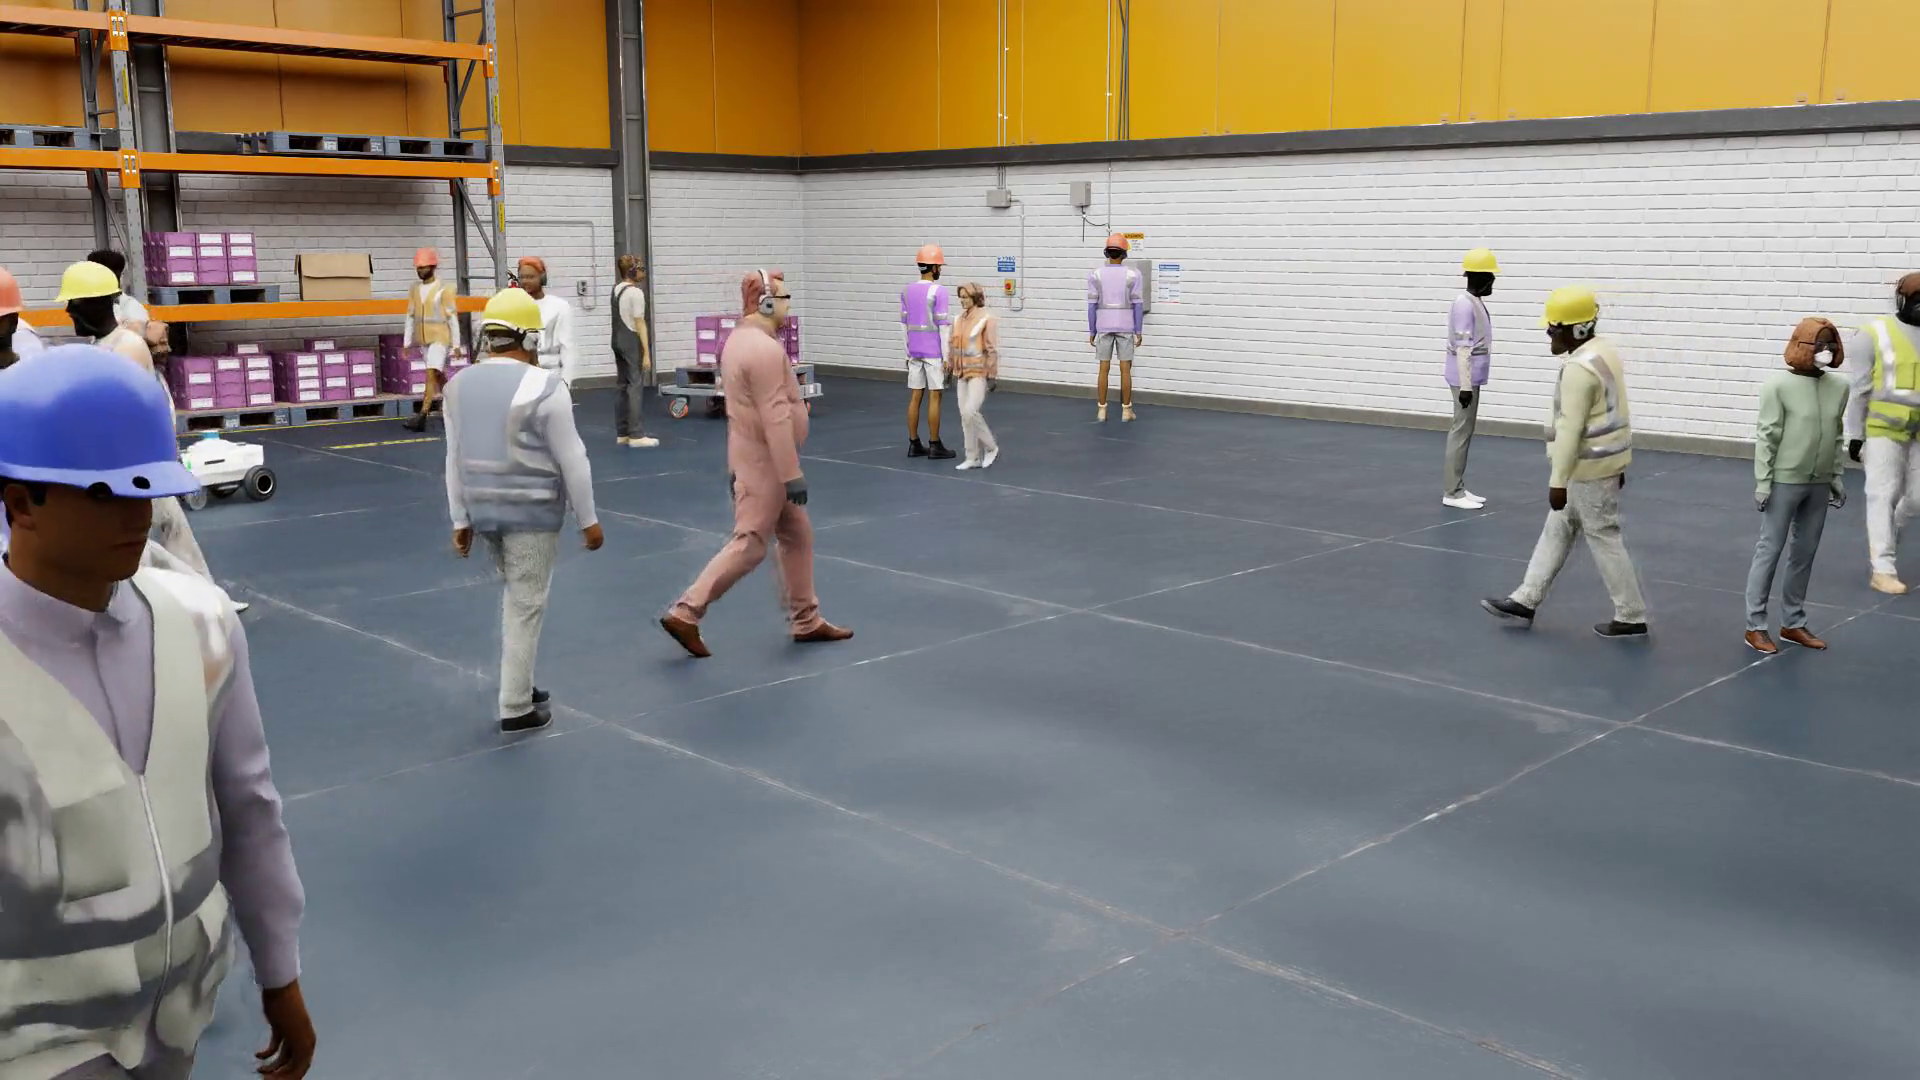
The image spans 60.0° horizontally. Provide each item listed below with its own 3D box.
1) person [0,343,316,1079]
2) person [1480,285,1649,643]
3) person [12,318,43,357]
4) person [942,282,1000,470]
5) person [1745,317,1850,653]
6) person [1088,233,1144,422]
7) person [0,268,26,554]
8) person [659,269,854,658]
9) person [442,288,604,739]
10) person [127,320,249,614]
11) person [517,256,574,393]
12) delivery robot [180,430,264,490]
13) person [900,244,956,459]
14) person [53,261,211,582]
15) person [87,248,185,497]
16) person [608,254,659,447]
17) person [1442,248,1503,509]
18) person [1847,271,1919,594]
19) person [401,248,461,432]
[{"bbox_3d":[-1.241,0.664,2.367,1.019,1.889,0.613,4,11,21],"label":"person"},{"bbox_3d":[3.067,-0.374,8.298,0.874,1.774,0.613,5,12,27],"label":"person"},{"bbox_3d":[-5.371,-0.579,9.244,0.637,1.842,0.429,4,11,21],"label":"person"},{"bbox_3d":[0.093,-1.400,14.317,0.364,1.624,0.519,-8,13,-37],"label":"person"},{"bbox_3d":[4.086,-0.264,8.096,0.508,1.632,0.265,-3,11,-16],"label":"person"},{"bbox_3d":[1.688,-2.299,18.073,0.608,2.044,0.370,2,11,12],"label":"person"},{"bbox_3d":[-3.304,0.008,5.786,0.552,1.933,0.372,-3,11,-16],"label":"person"},{"bbox_3d":[-1.002,-0.369,8.027,0.922,1.870,0.639,-2,11,-13],"label":"person"},{"bbox_3d":[-1.746,-0.113,6.805,0.590,1.811,0.621,6,12,29],"label":"person"},{"bbox_3d":[-4.311,-0.363,8.768,0.892,1.592,0.518,-3,11,-15],"label":"person"},{"bbox_3d":[-3.185,-1.171,12.411,0.606,1.858,0.761,2,11,11],"label":"person"},{"bbox_3d":[-5.623,-0.584,12.529,0.477,0.478,0.707,5,12,27],"label":"delivery robot"},{"bbox_3d":[-0.276,-1.701,15.101,0.553,1.935,0.362,9,14,41],"label":"person"},{"bbox_3d":[-4.004,-0.395,8.073,0.586,1.905,0.623,-8,13,-38],"label":"person"},{"bbox_3d":[-6.130,-1.185,12.295,0.603,1.938,0.920,9,14,40],"label":"person"},{"bbox_3d":[-3.157,-1.808,15.962,0.358,1.839,0.549,-10,14,-43],"label":"person"},{"bbox_3d":[3.812,-1.199,12.395,0.378,1.923,0.596,4,11,22],"label":"person"},{"bbox_3d":[5.370,-0.623,9.526,0.632,1.826,0.555,1,10,4],"label":"person"},{"bbox_3d":[-5.526,-2.082,17.326,0.568,1.883,0.985,4,11,23],"label":"person"}]
